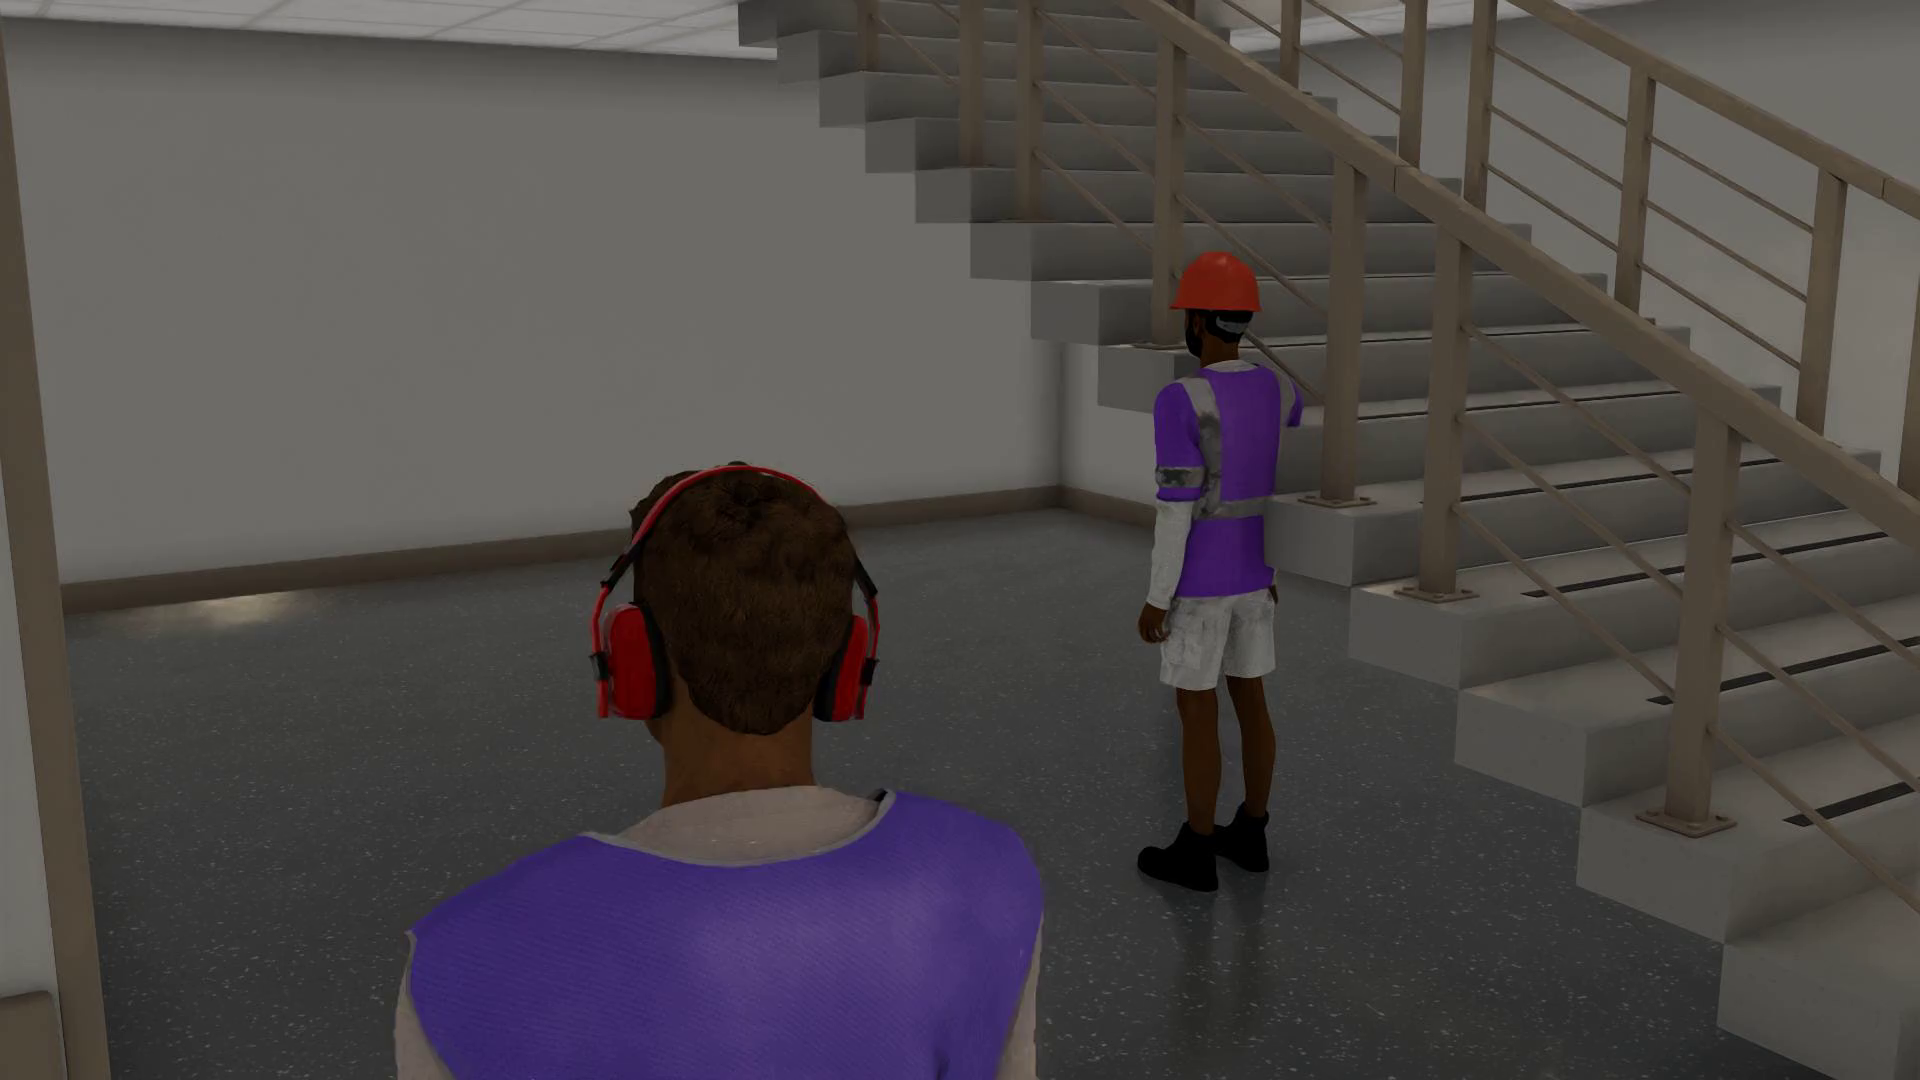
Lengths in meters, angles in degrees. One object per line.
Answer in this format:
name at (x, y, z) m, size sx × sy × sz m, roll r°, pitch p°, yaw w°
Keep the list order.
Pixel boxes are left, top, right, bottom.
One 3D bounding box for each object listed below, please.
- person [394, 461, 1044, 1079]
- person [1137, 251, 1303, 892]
person at (-0.173, 0.852, 1.443) m, size 0.572 × 1.825 × 0.407 m, roll -7°, pitch 13°, yaw -32°
person at (0.767, 0.102, 5.074) m, size 0.542 × 1.939 × 0.361 m, roll -8°, pitch 13°, yaw -35°
